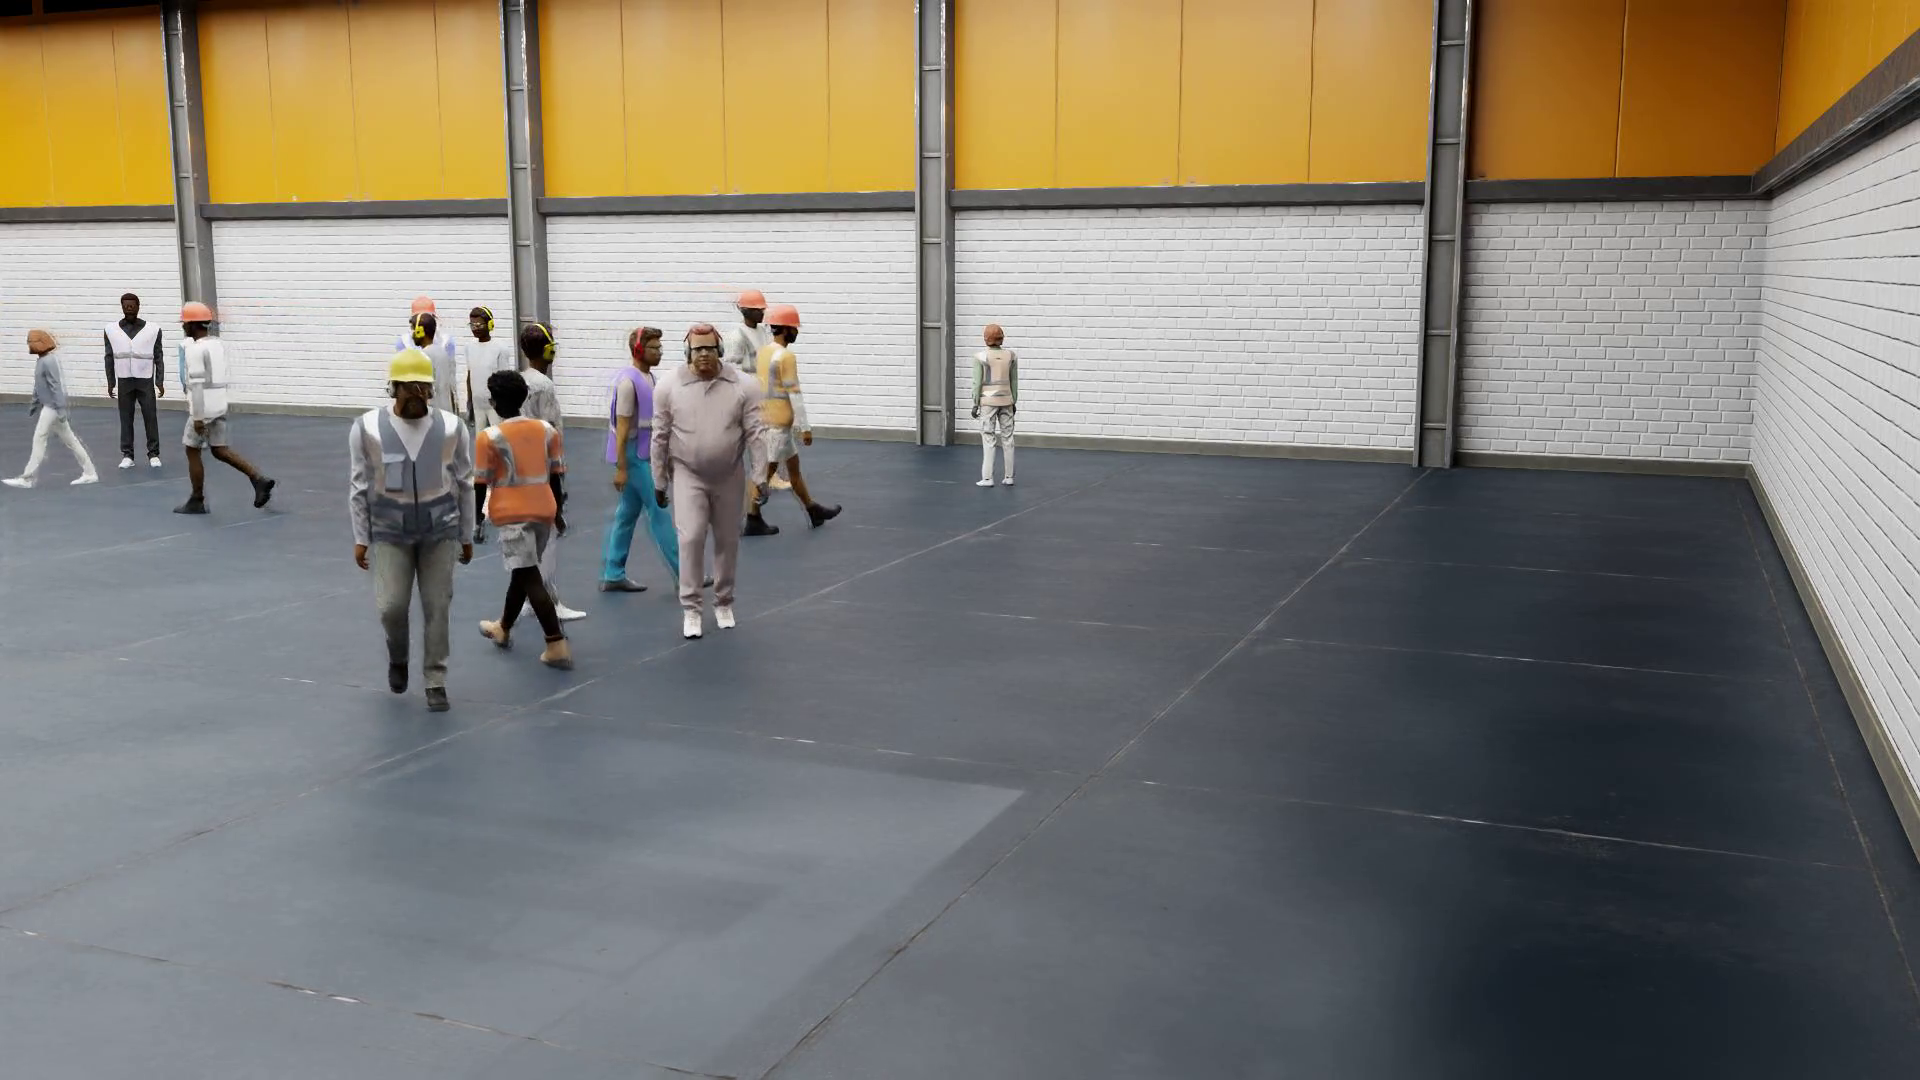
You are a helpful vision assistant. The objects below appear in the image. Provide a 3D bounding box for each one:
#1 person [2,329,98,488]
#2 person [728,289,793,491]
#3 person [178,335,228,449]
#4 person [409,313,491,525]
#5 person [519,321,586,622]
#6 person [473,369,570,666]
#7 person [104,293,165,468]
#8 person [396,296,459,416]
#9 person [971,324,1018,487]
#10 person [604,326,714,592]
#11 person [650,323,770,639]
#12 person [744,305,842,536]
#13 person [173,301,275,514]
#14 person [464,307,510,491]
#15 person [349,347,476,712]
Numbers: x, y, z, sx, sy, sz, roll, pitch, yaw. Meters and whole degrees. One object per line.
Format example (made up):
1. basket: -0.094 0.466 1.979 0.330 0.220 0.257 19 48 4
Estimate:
1. person: -9.167 -1.319 16.709 0.871 1.582 0.513 -6 11 -33
2. person: -2.129 -1.496 16.538 1.015 2.003 0.615 3 10 17
3. person: -9.137 -1.898 20.087 0.530 1.623 0.504 -4 10 -23
4. person: -4.420 -1.024 14.211 0.848 1.826 0.575 2 10 10
5. person: -2.602 -0.421 10.410 0.316 1.870 0.531 -8 12 -38
6. person: -2.487 -0.133 9.319 0.908 1.638 0.540 7 12 36
7. person: -9.090 -1.756 18.345 0.590 1.922 0.392 -3 10 -20
8. person: -5.004 -1.322 15.663 0.552 1.936 0.358 -4 10 -24
9. person: 0.351 -1.343 16.702 0.514 1.636 0.315 -5 10 -26
10. person: -2.023 -0.523 11.202 0.909 1.803 0.599 1 9 3
11. person: -1.492 -0.350 9.973 0.675 1.878 0.774 -3 10 -15
12. person: -1.386 -0.987 13.761 0.963 1.887 0.576 -5 10 -26
13. person: -6.648 -1.174 14.878 0.805 1.916 0.550 1 9 4
14. person: -4.324 -1.208 15.253 0.490 1.853 0.368 4 10 25
15. person: -2.717 -0.052 8.302 0.605 1.821 0.470 -4 10 -22
